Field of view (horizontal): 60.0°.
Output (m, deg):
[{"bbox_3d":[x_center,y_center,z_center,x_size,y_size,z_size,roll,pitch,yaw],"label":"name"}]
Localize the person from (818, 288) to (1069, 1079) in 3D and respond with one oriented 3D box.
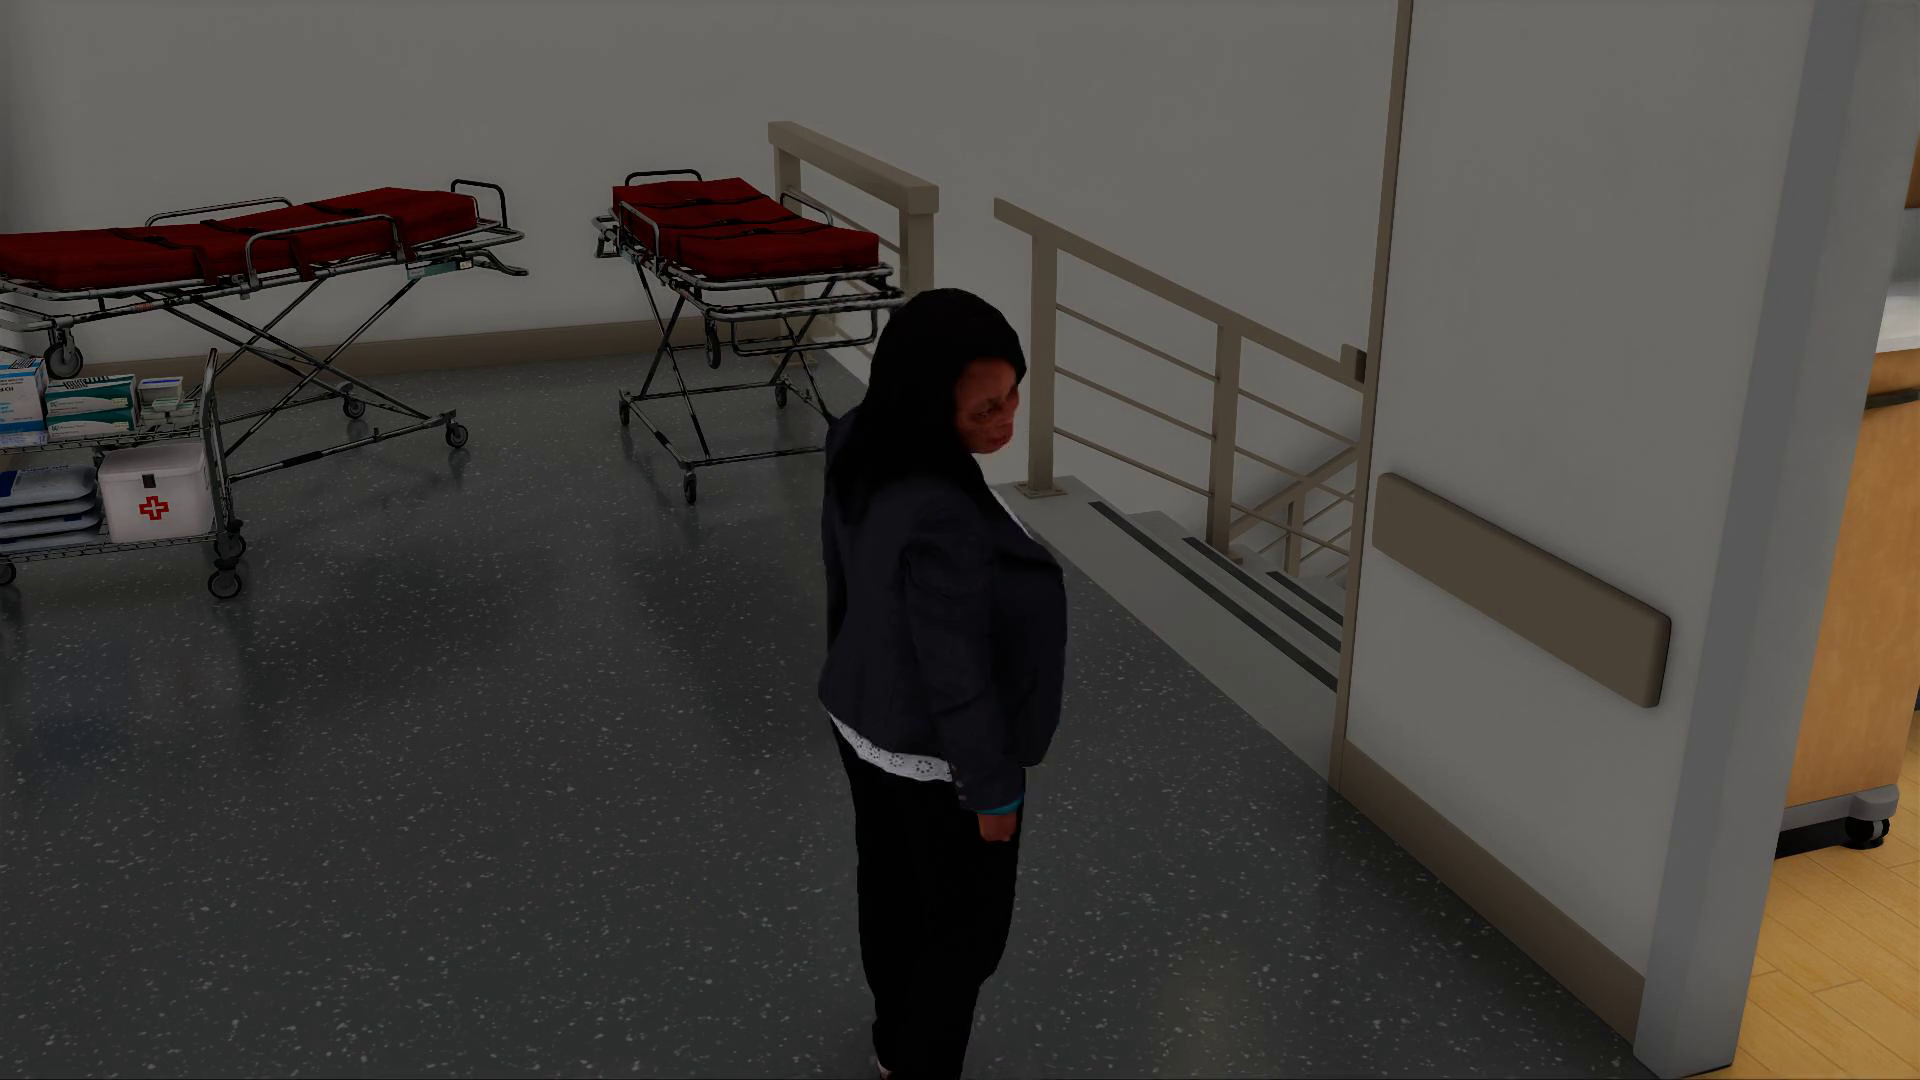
[{"bbox_3d":[-0.091,0.316,2.946,0.853,1.585,0.637,-18,27,-39],"label":"person"}]
